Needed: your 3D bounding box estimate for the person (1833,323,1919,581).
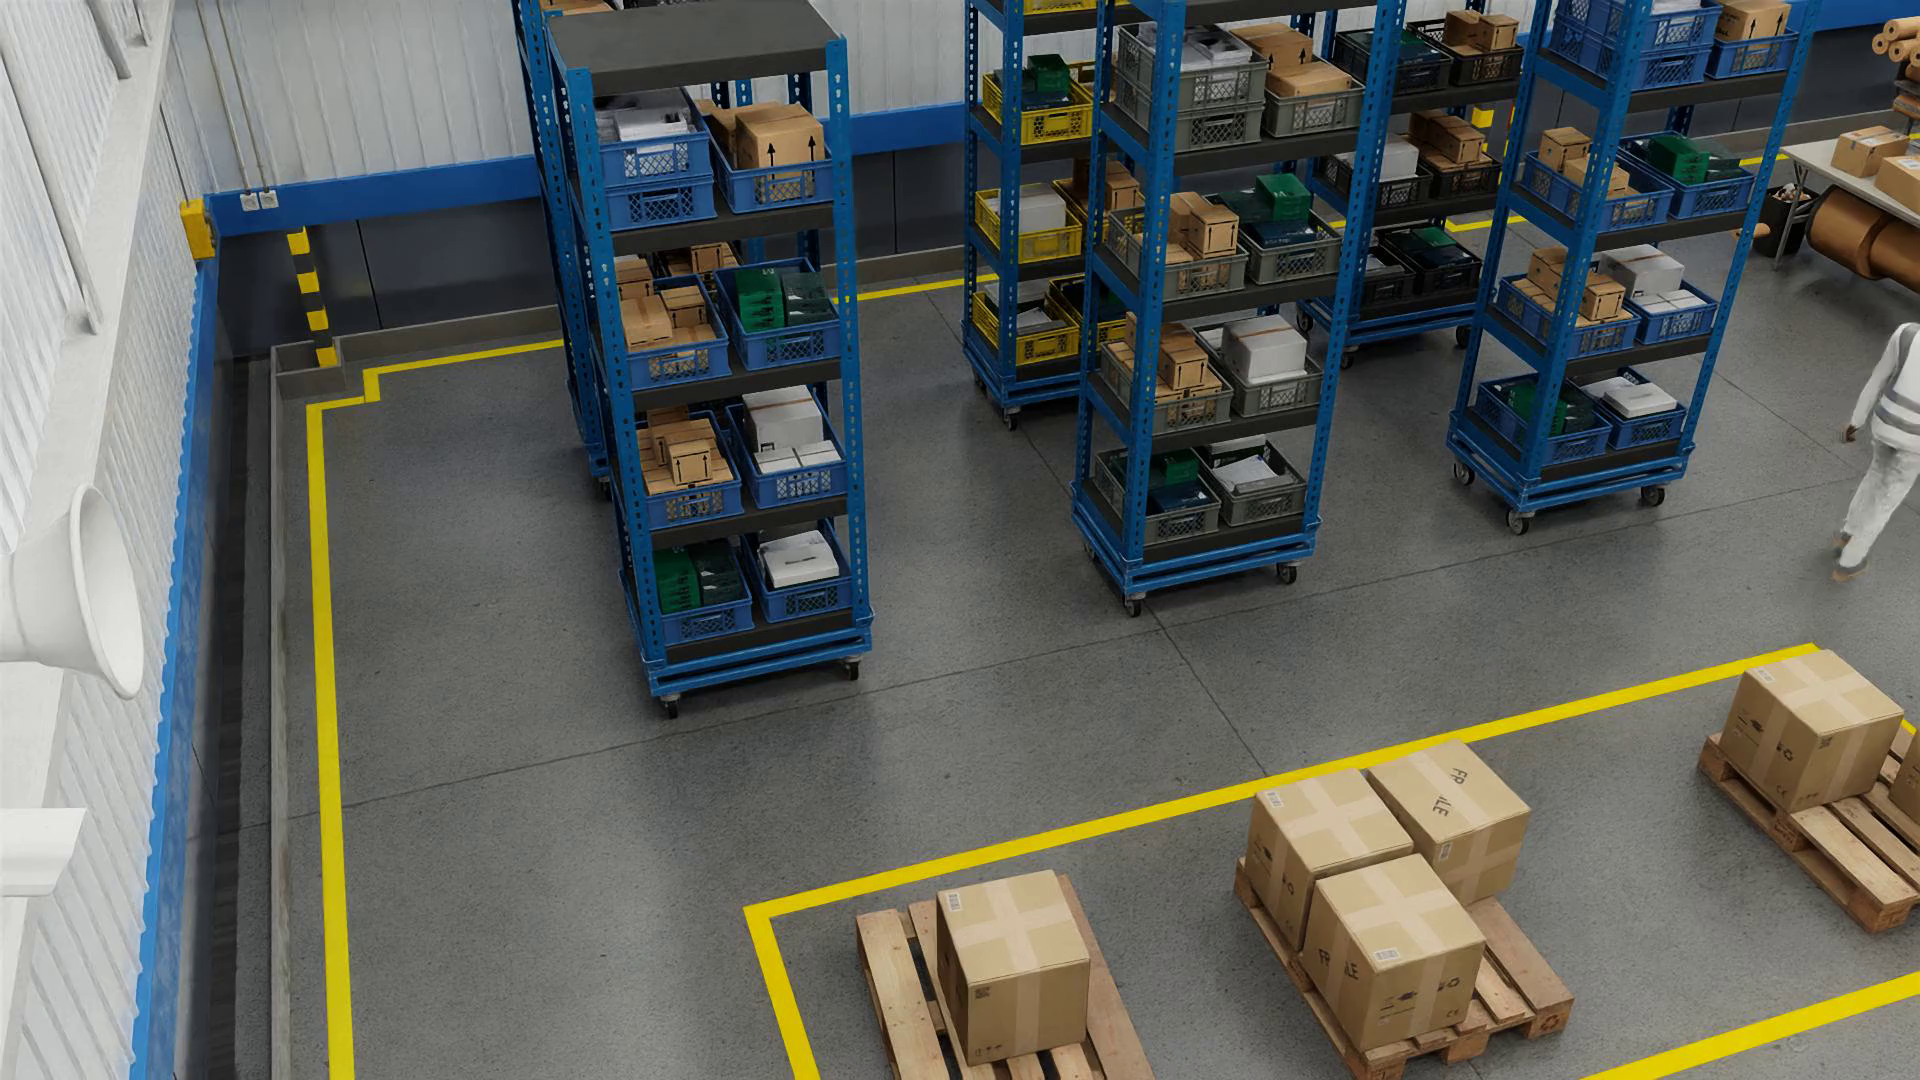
[{"bbox_3d":[5.466,-0.616,9.550,0.652,1.853,0.583,-21,40,-27],"label":"person"}]
